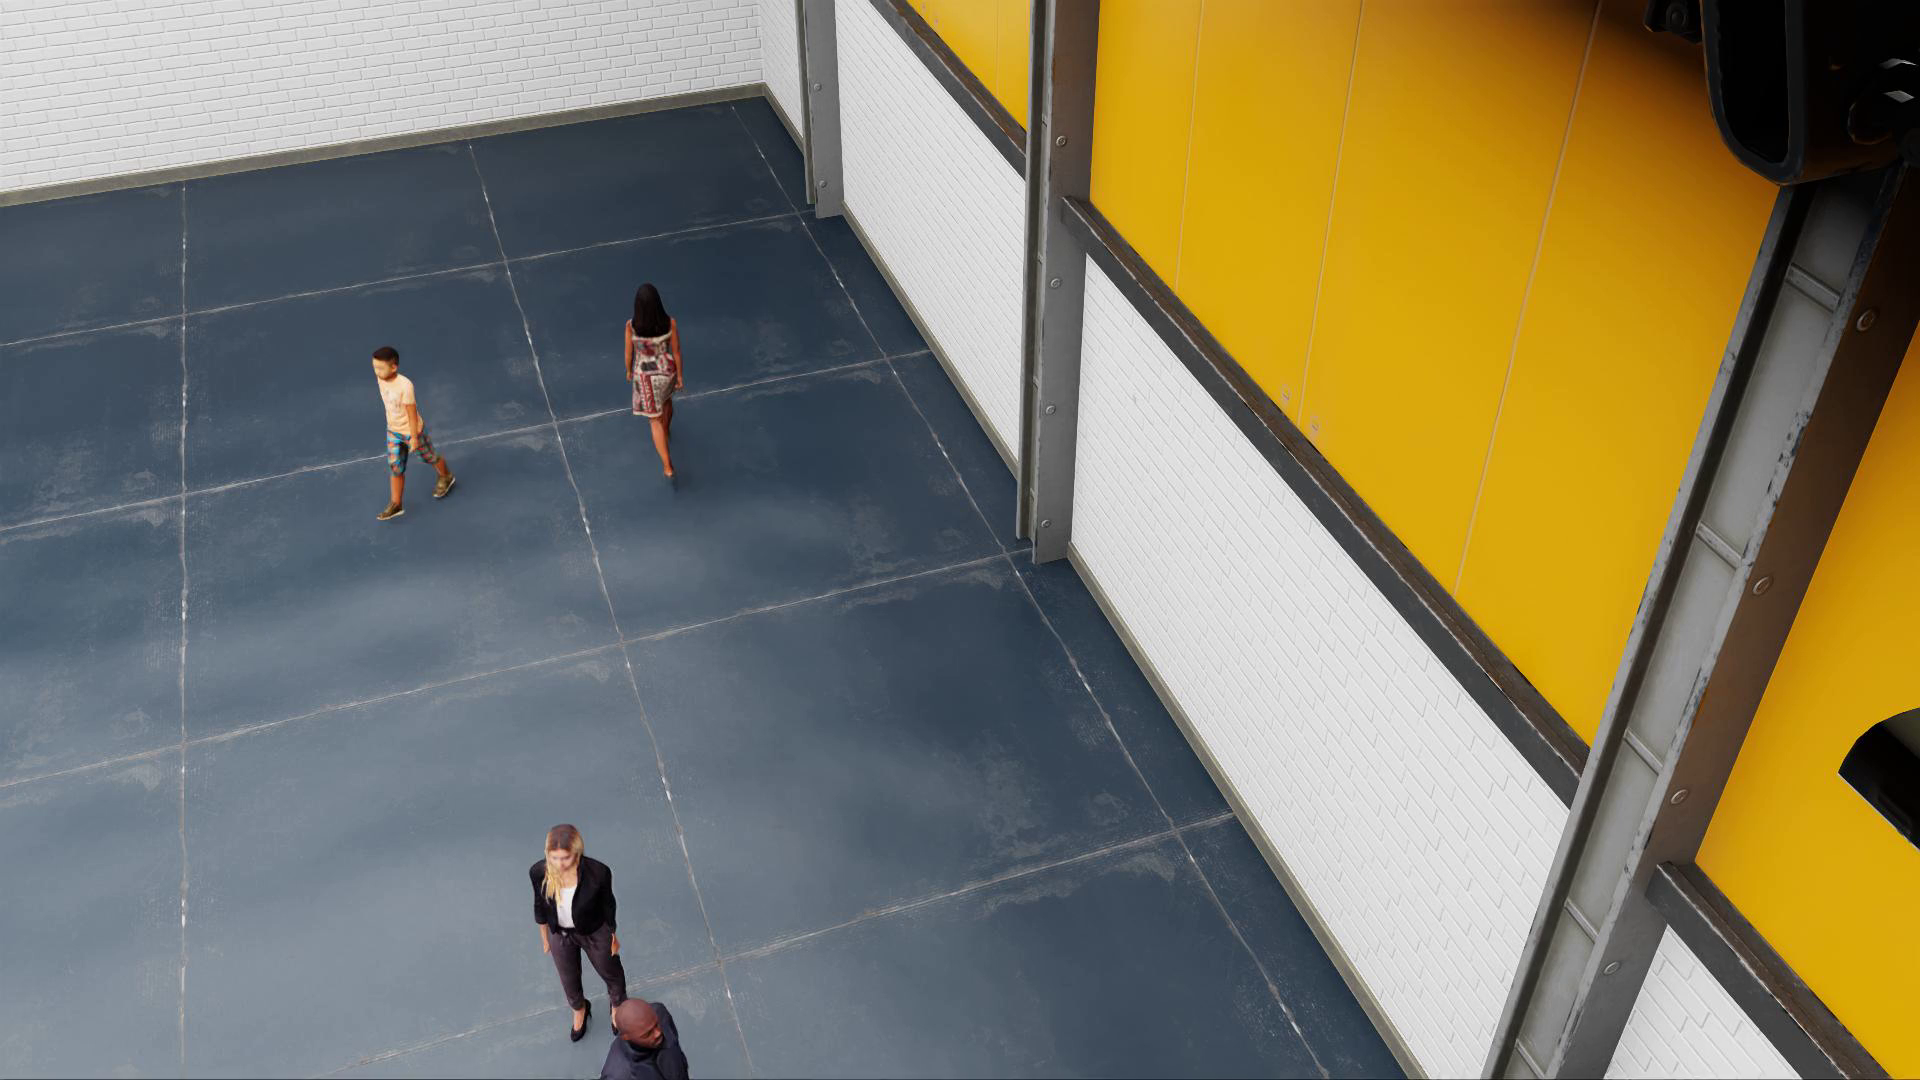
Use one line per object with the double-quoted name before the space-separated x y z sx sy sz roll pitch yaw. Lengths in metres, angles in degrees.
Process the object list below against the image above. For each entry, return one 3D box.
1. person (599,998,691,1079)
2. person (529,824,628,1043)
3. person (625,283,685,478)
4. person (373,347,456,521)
"person" -1.573 2.787 8.109 1.067 1.803 1.012 14 41 17
"person" -2.053 2.138 9.029 0.656 1.668 0.628 -1 39 -1
"person" -2.435 -1.259 13.332 0.629 1.606 1.118 -14 41 -17
"person" -4.273 -0.892 13.016 0.953 1.427 1.005 17 42 20
